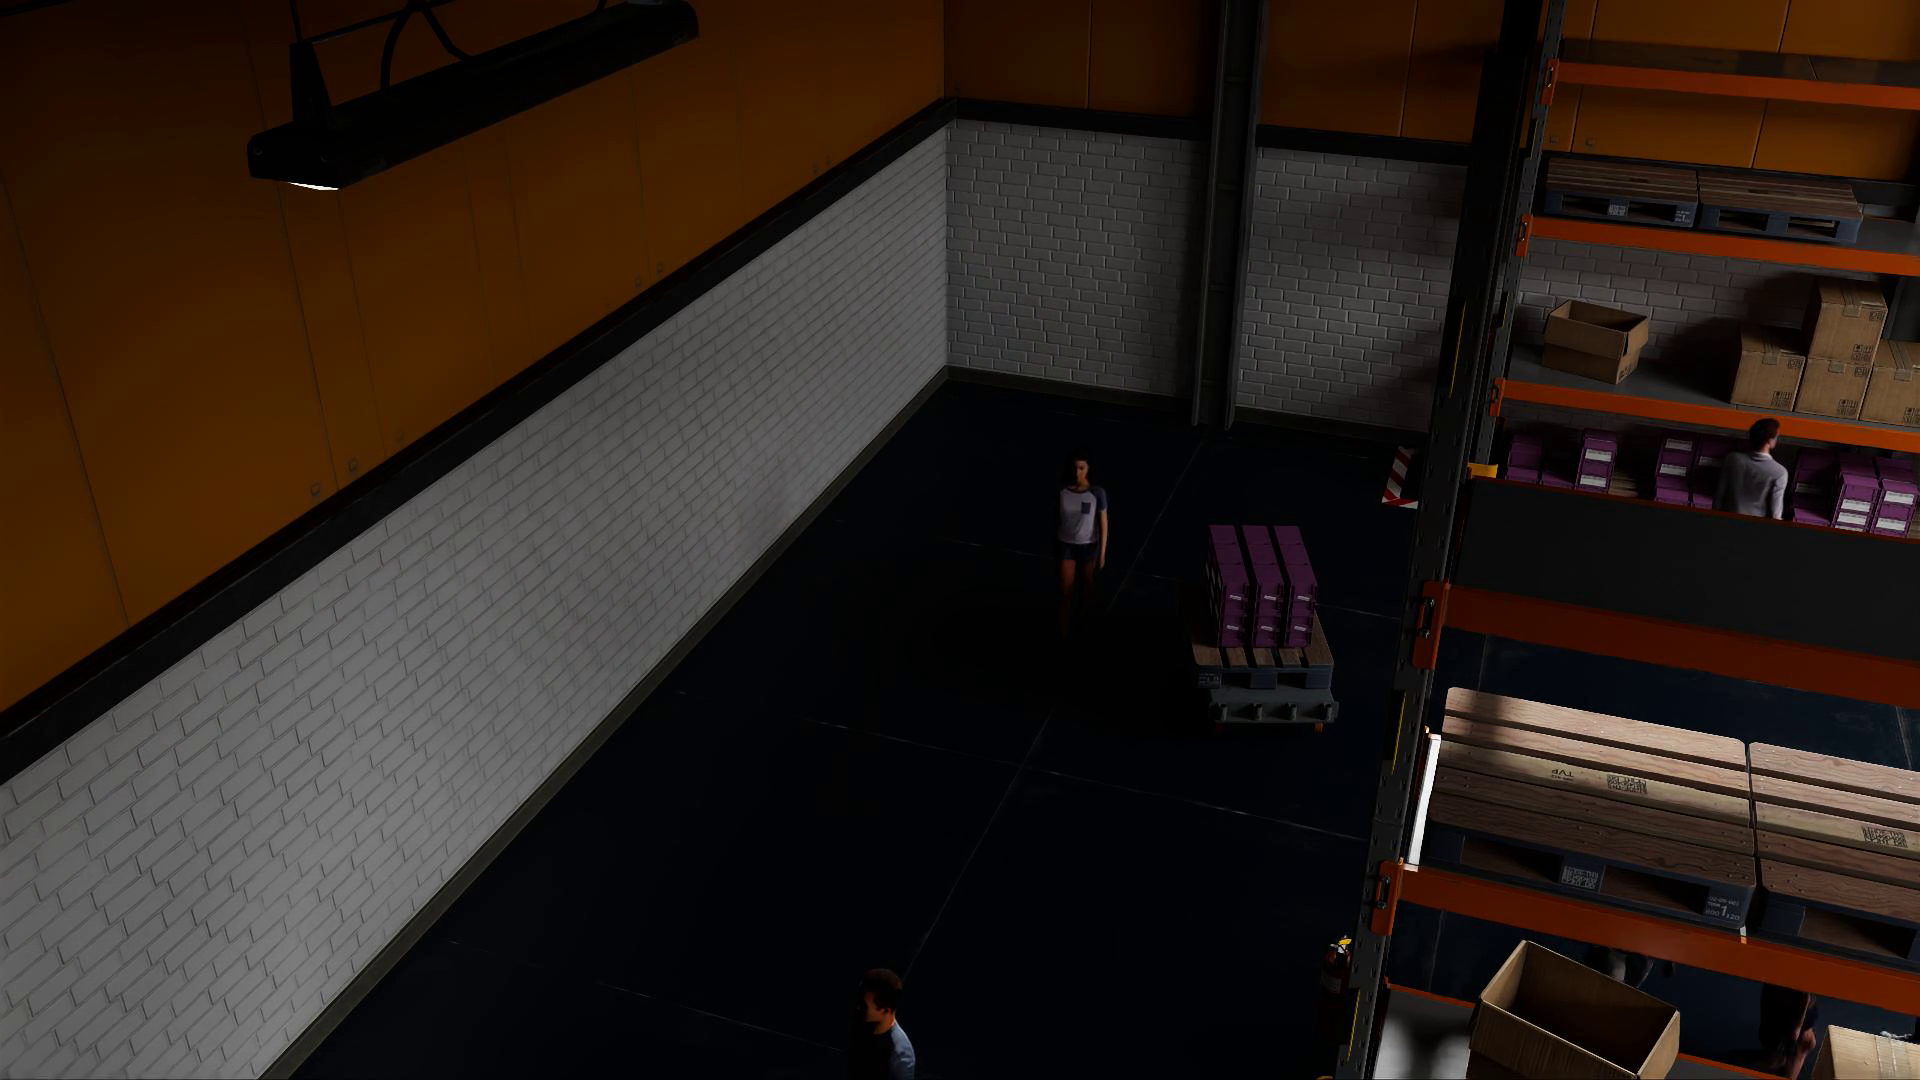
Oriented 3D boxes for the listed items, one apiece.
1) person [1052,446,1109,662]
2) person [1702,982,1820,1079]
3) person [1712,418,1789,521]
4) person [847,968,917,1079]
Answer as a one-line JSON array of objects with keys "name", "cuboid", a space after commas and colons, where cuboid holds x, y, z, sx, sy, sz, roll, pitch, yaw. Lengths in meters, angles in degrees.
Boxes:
[{"name": "person", "cuboid": [0.948, 0.038, 13.101, 1.099, 1.677, 0.779, 6, 29, 10]}, {"name": "person", "cuboid": [4.271, 2.345, 8.713, 1.060, 1.829, 0.713, 12, 31, 22]}, {"name": "person", "cuboid": [6.189, -0.097, 13.168, 0.818, 1.850, 0.682, -24, 37, -37]}, {"name": "person", "cuboid": [-0.371, 2.757, 7.976, 0.780, 1.810, 0.707, -14, 32, -24]}]
